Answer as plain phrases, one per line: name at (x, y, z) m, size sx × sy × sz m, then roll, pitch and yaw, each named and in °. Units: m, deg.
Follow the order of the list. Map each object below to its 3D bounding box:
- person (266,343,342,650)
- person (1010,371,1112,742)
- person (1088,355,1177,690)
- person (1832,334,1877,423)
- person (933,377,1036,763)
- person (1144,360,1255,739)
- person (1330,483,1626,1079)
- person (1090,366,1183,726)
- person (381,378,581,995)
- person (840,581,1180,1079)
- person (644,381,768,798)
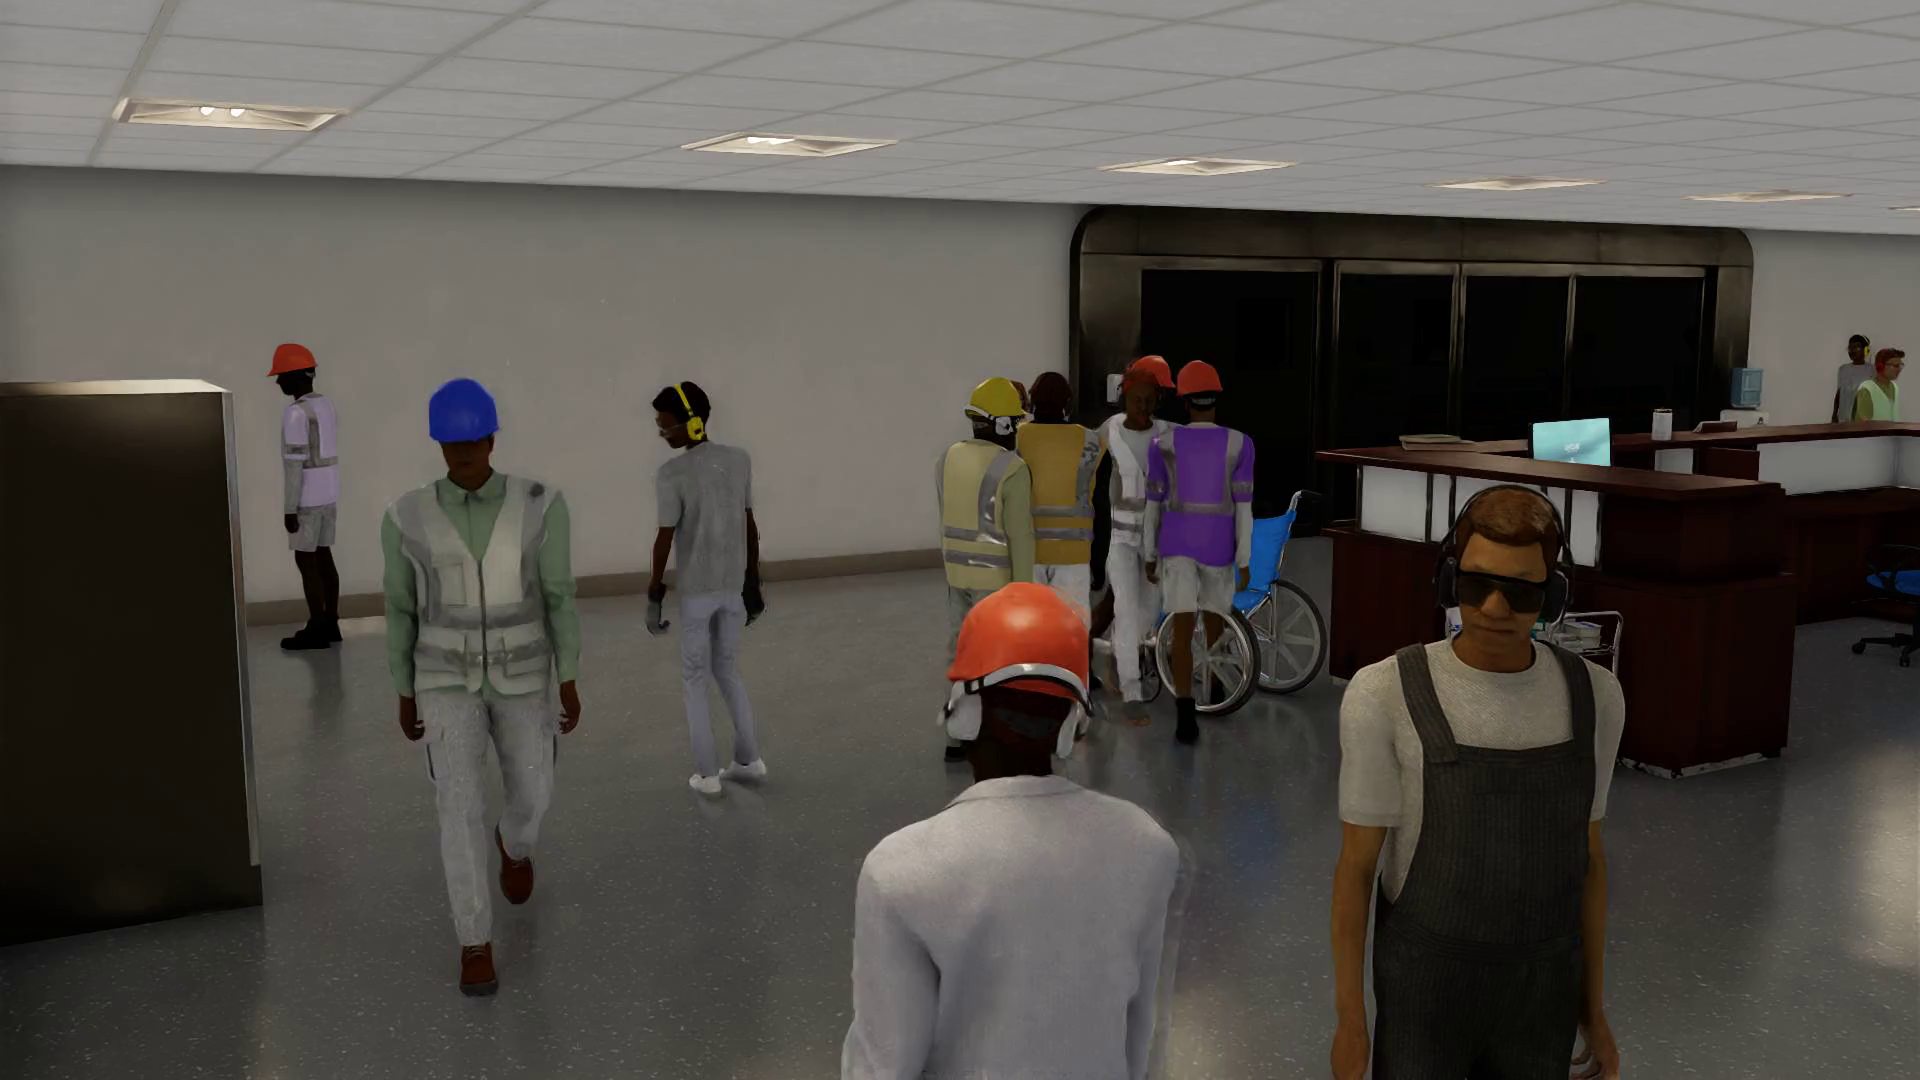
person at (-4.109, -0.267, 10.439) m, size 0.378 × 1.926 × 0.544 m, roll 1°, pitch 8°, yaw 4°
person at (0.432, 0.090, 8.204) m, size 0.627 × 1.835 × 0.432 m, roll 0°, pitch 8°, yaw -2°
person at (0.940, -0.099, 9.390) m, size 0.993 × 1.888 × 0.557 m, roll -5°, pitch 9°, yaw -33°
person at (9.643, -1.279, 17.951) m, size 0.328 × 1.872 × 0.514 m, roll -5°, pitch 9°, yaw -32°
person at (0.137, 0.167, 7.661) m, size 0.403 × 1.828 × 0.596 m, roll -7°, pitch 10°, yaw -41°
person at (1.206, 0.033, 8.450) m, size 0.550 × 1.880 × 1.014 m, roll 1°, pitch 8°, yaw 9°
person at (0.896, 0.813, 2.899) m, size 0.517 × 1.841 × 0.325 m, roll -1°, pitch 8°, yaw -8°
person at (0.903, -0.003, 8.808) m, size 0.571 × 1.854 × 0.823 m, roll -1°, pitch 8°, yaw -10°
person at (-1.553, 0.425, 5.432) m, size 0.610 × 1.923 × 0.784 m, roll -2°, pitch 8°, yaw -17°
person at (0.047, 0.928, 2.459) m, size 0.577 × 1.729 × 0.382 m, roll -6°, pitch 10°, yaw -36°
person at (-1.100, 0.227, 7.221) m, size 0.602 × 1.827 × 0.420 m, roll -8°, pitch 11°, yaw -44°
